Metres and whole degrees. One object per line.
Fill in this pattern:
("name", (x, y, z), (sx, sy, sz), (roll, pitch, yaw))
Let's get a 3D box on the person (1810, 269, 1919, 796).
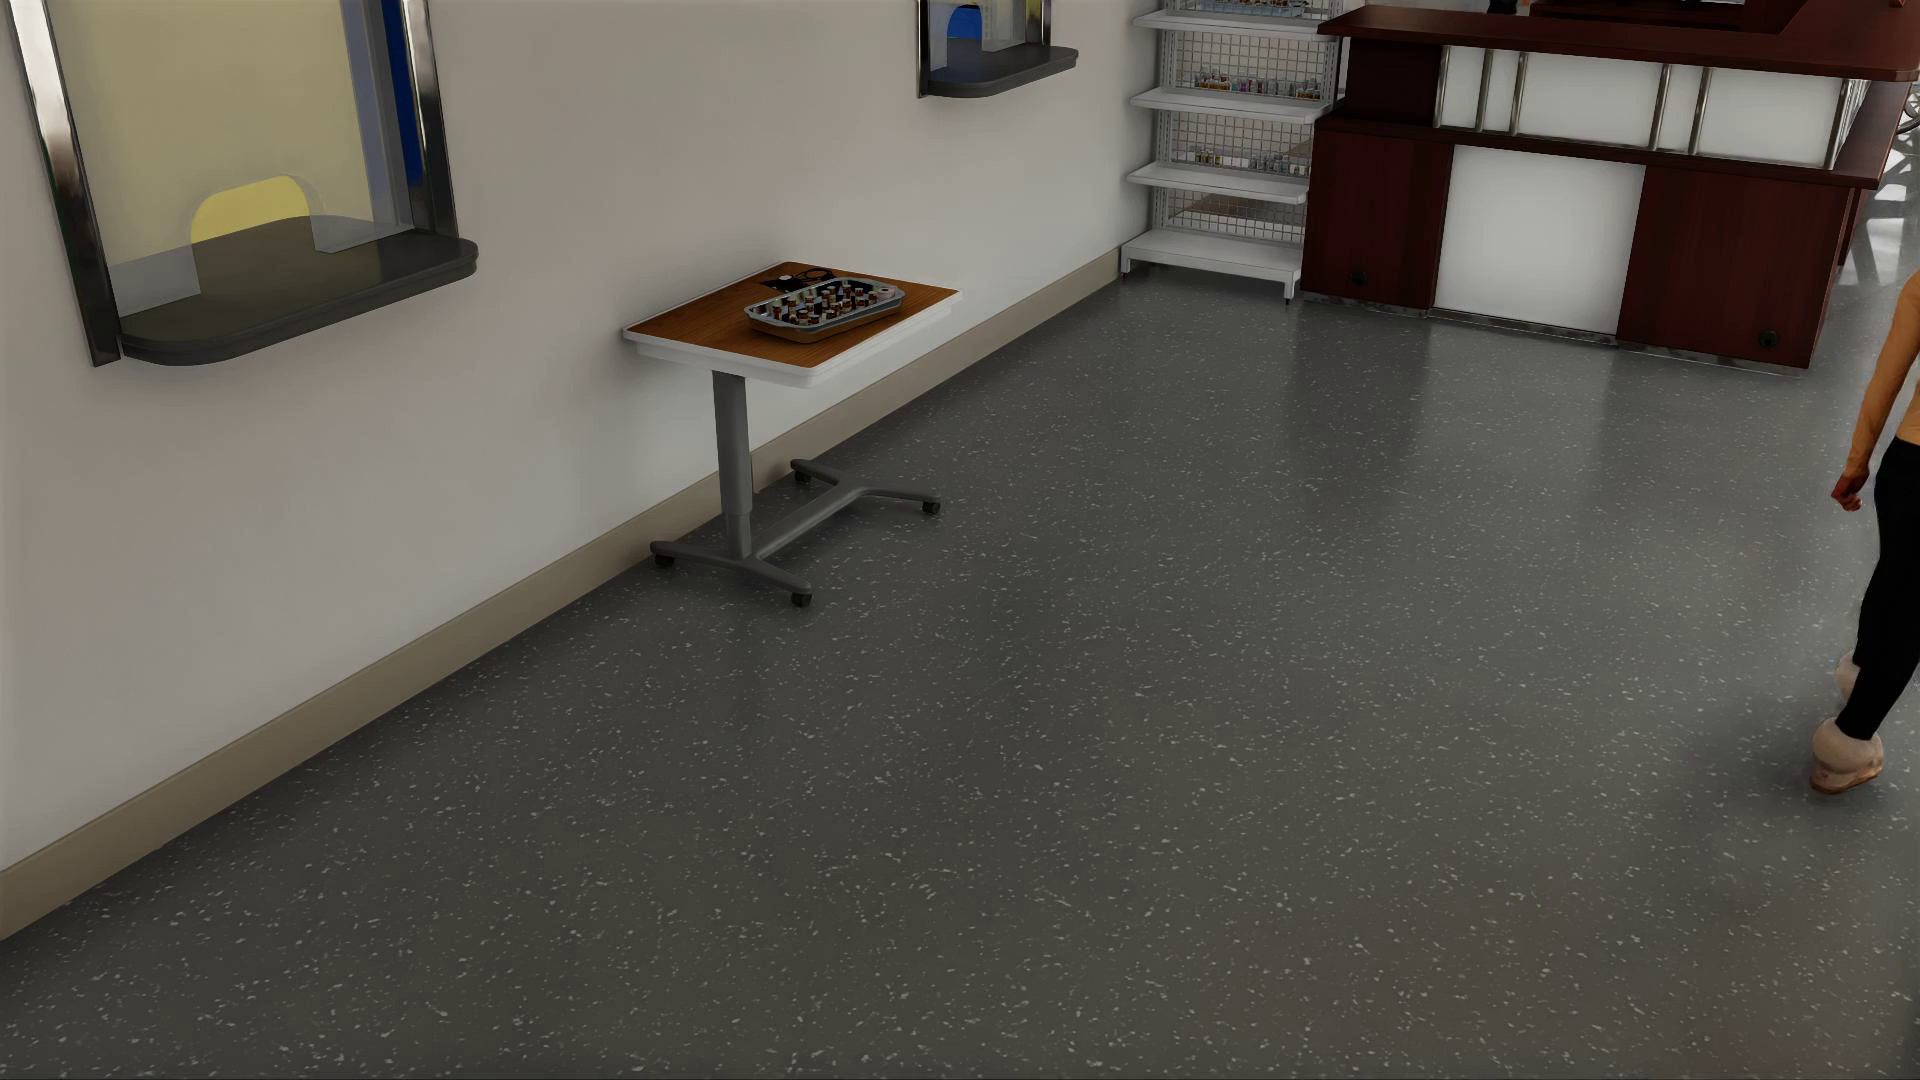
("person", (2.371, -0.096, 4.047), (0.830, 1.625, 0.906), (-20, 32, -36))
